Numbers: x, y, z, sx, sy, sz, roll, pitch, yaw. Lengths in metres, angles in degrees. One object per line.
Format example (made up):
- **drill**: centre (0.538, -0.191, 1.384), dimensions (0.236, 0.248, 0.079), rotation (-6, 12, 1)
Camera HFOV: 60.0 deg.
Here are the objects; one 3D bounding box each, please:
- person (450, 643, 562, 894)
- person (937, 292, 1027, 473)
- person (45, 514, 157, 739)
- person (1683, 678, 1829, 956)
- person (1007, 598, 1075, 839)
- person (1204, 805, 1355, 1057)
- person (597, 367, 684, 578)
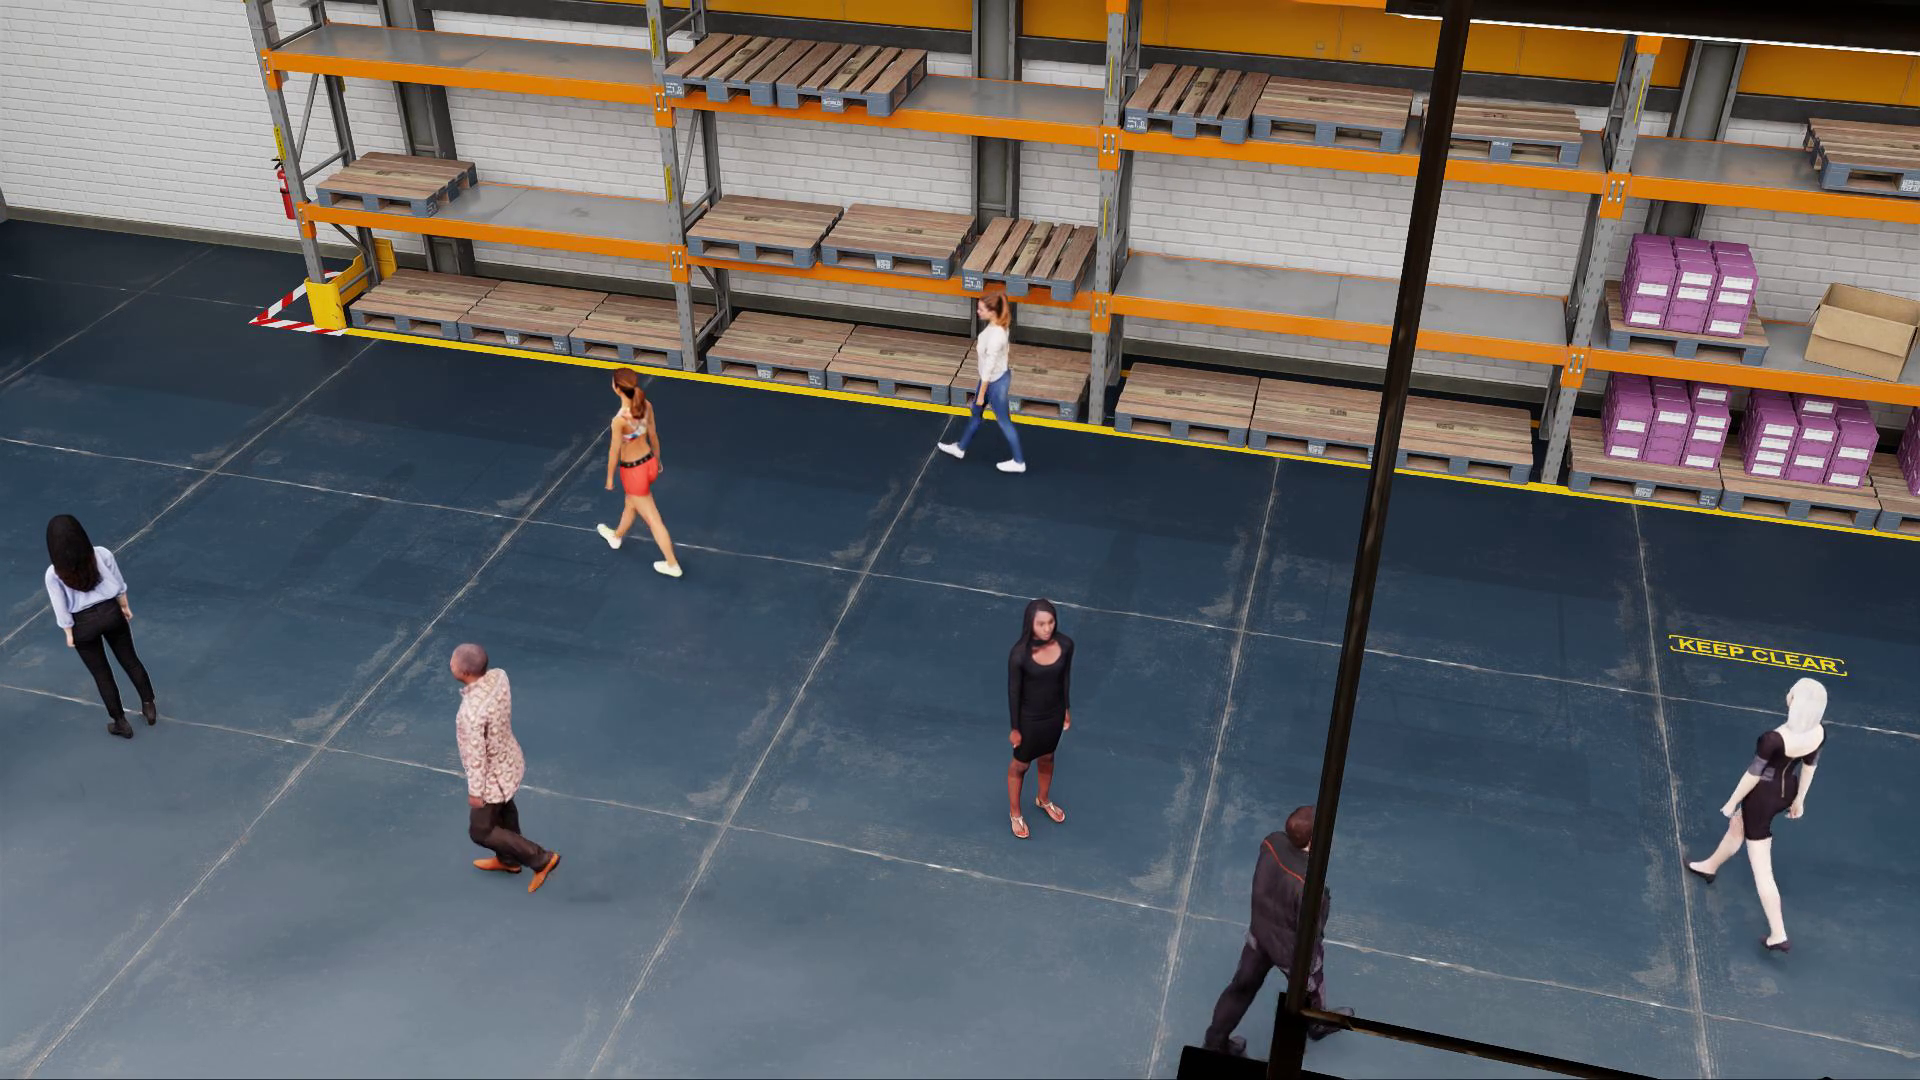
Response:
- **person**: centre (-2.730, 1.385, 9.969), dimensions (0.917, 1.794, 0.793), rotation (2, 34, 4)
- **person**: centre (0.388, -1.307, 14.111), dimensions (1.064, 1.691, 0.731), rotation (4, 34, 6)
- **person**: centre (-5.819, 0.578, 11.228), dimensions (0.700, 1.743, 0.731), rotation (24, 40, 31)
- **person**: centre (4.736, 1.607, 9.639), dimensions (1.149, 1.788, 1.102), rotation (-12, 35, -17)
- **person**: centre (0.492, 1.103, 10.460), dimensions (0.674, 1.720, 0.734), rotation (-18, 38, -25)
- **person**: centre (1.636, 2.142, 8.827), dimensions (1.258, 1.796, 1.185), rotation (-16, 37, -23)
- **person**: centre (-2.403, -0.470, 12.795), dimensions (1.160, 1.754, 0.804), rotation (18, 37, 25)
